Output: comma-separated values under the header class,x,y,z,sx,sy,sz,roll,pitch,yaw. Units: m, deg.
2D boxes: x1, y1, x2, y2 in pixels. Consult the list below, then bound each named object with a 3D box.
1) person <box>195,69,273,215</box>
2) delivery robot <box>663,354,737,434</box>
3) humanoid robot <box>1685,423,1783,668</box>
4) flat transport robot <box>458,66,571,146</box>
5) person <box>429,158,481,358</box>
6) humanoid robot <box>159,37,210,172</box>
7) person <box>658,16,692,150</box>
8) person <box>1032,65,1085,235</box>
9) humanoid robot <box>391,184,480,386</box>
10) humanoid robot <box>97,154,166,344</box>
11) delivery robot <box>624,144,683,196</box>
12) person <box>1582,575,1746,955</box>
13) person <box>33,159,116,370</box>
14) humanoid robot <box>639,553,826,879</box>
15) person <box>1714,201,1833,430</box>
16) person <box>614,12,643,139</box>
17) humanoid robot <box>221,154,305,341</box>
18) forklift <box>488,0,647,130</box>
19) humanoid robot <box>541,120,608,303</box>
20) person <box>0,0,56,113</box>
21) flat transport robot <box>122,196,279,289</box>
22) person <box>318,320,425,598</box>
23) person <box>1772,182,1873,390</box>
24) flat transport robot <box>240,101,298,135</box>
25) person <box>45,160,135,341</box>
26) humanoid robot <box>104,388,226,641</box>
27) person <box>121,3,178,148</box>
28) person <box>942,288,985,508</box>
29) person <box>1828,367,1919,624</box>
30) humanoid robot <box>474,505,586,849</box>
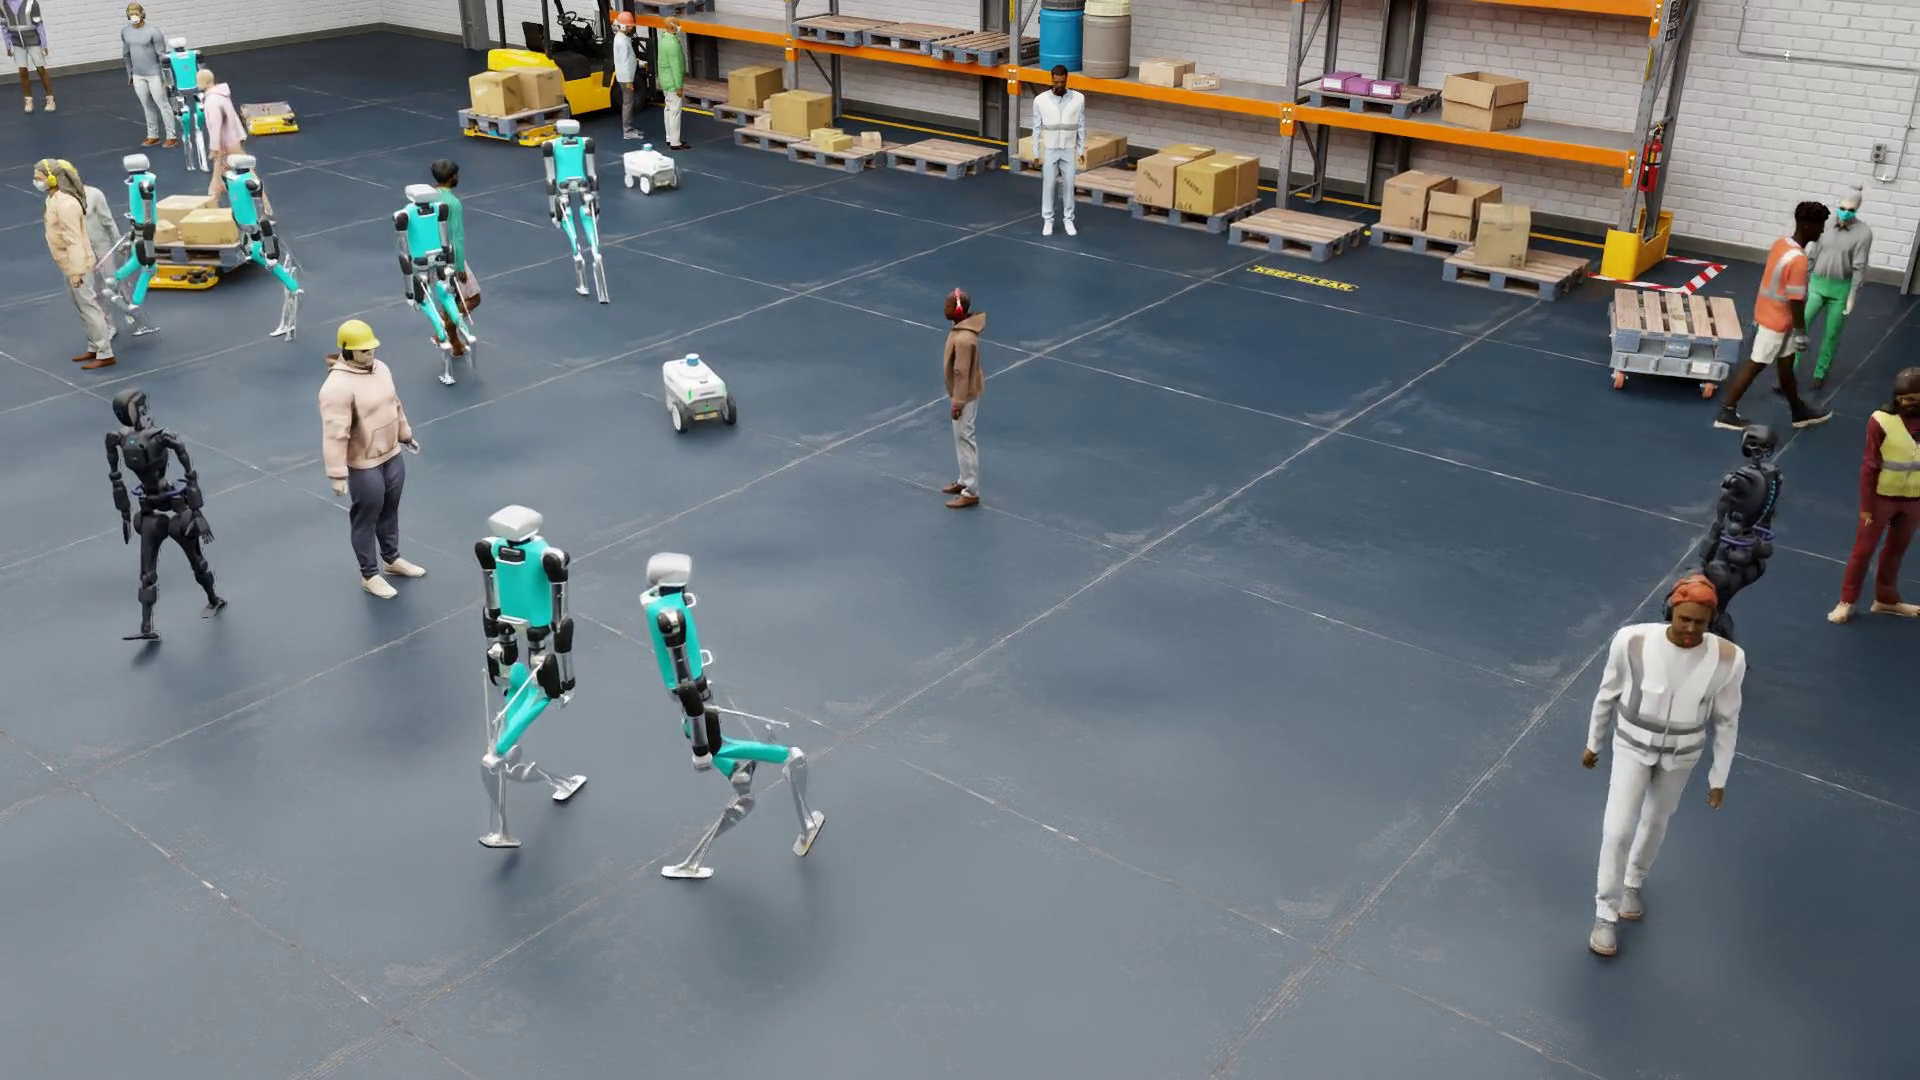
class,x,y,z,sx,sy,sz,roll,pitch,yaw
person,-8.664,-4.625,19.469,0.973,1.721,0.543,-7,27,-15
delivery robot,-2.197,-1.231,13.811,0.499,0.611,0.814,-12,28,-24
humanoid robot,4.530,0.109,9.728,0.608,1.653,0.387,-15,29,-28
flat transport robot,-6.302,-5.813,23.609,1.431,0.231,0.659,16,30,30
person,-4.602,-2.494,14.942,0.471,1.828,0.519,-23,34,-39
humanoid robot,-9.994,-5.568,21.532,0.552,1.897,0.767,-19,32,-34
person,-3.930,-6.260,22.810,0.390,1.778,0.534,-12,28,-23
person,1.114,-4.413,18.832,0.596,1.908,0.411,-3,26,-6
humanoid robot,-4.443,-2.113,14.335,0.623,1.858,0.542,18,31,32
humanoid robot,-7.684,-2.590,15.327,0.760,1.848,0.553,-17,30,-30
delivery robot,-3.894,-4.670,20.894,0.499,0.578,0.764,-23,34,-39
person,3.187,1.041,7.588,0.614,1.853,0.799,7,27,14
person,-7.887,-2.466,14.848,0.403,1.871,0.560,-19,31,-33
humanoid robot,-1.016,0.847,8.163,0.988,1.764,0.555,-7,27,-14
person,6.689,-1.755,13.301,0.955,1.919,0.634,7,27,14
person,-4.672,-6.543,23.427,0.351,1.738,0.575,-5,26,-11
humanoid robot,-6.408,-2.738,15.586,0.538,1.826,0.661,19,32,34
forklift,-5.874,-7.334,24.552,1.214,2.155,2.313,19,32,34
humanoid robot,-3.788,-3.196,16.638,0.541,1.897,0.757,-13,29,-25
person,-14.057,-7.462,25.005,0.600,2.034,0.412,-4,26,-8
flat transport robot,-8.019,-2.958,17.697,0.659,0.231,1.431,2,26,4
person,-3.859,-0.550,10.873,0.418,1.864,0.817,8,27,16
person,7.408,-2.132,14.191,0.518,1.829,0.682,21,33,37
flat transport robot,-10.143,-6.190,24.390,0.659,0.231,1.431,-12,28,-23
person,-8.100,-2.708,15.485,0.562,1.727,0.515,-5,26,-10
humanoid robot,-4.954,-0.152,10.312,0.609,1.625,0.777,3,26,6
person,-11.165,-6.383,22.869,0.634,1.939,0.360,5,26,10
person,0.028,-1.044,12.148,0.310,1.647,0.467,0,26,-1
person,5.935,-0.273,10.447,0.663,1.754,0.377,0,26,0
humanoid robot,-2.302,0.769,8.350,0.549,1.764,1.034,11,28,22
